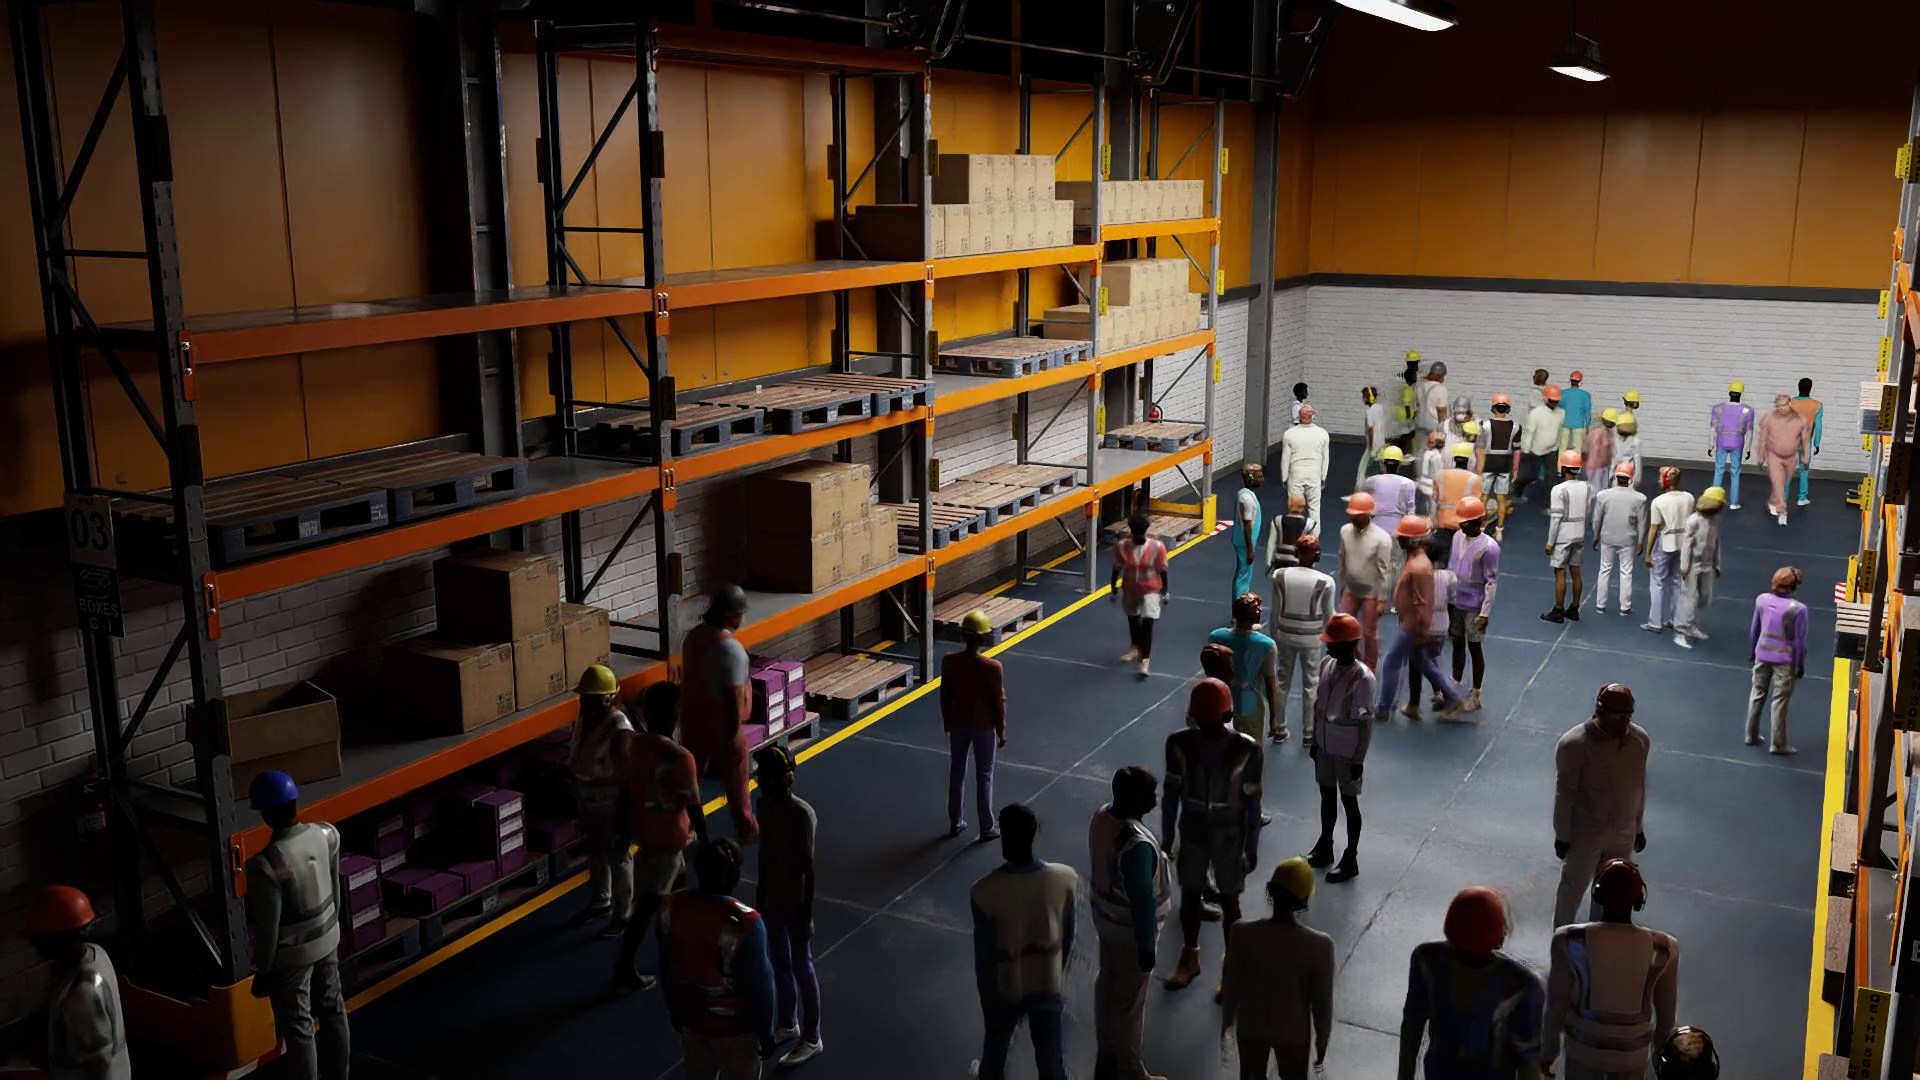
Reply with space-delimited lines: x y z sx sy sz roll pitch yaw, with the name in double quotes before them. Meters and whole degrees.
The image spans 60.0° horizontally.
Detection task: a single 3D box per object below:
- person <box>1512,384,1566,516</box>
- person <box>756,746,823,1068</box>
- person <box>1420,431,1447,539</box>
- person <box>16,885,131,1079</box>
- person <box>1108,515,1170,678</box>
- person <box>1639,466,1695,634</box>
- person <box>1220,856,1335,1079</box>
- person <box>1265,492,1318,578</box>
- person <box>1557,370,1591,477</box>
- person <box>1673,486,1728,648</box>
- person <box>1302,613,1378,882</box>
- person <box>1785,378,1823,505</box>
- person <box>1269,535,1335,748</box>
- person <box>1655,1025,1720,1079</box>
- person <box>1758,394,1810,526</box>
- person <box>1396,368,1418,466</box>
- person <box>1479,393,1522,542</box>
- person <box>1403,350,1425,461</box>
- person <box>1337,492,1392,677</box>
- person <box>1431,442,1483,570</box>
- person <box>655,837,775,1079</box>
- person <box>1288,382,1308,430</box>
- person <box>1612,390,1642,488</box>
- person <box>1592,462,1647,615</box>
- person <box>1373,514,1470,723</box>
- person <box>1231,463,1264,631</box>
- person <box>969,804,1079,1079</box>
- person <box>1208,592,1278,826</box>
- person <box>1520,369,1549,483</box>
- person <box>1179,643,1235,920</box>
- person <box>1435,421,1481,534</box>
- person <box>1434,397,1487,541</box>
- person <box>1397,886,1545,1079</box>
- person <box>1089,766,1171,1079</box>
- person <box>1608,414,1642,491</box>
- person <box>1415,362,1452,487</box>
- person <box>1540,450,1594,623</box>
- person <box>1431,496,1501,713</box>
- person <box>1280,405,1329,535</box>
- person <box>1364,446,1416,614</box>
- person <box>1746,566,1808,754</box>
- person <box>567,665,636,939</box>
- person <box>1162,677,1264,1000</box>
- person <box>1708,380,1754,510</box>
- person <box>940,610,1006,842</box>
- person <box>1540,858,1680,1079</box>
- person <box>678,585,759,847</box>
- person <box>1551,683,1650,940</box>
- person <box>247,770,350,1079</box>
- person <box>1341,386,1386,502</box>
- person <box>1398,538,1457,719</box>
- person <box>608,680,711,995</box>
"person" 8.497 -1.362 24.464 0.628 1.945 0.851 -3 13 -13
"person" -0.984 2.046 9.373 0.501 1.861 0.327 12 17 43
"person" 6.187 -0.629 21.854 0.410 1.624 0.535 0 13 0
"person" -3.896 2.443 7.404 0.373 1.934 0.551 -7 14 -27
"person" 1.779 0.538 16.635 0.595 1.610 0.924 5 13 19
"person" 7.703 0.115 18.069 0.573 1.835 0.383 -5 14 -21
"person" 1.520 2.391 8.080 0.555 1.743 0.551 4 13 16
"person" 3.560 0.283 17.811 0.520 1.619 0.602 5 14 21
"person" 10.061 -1.912 27.323 0.576 1.747 0.337 7 14 27
"person" 7.842 0.270 17.645 0.576 1.722 0.371 -6 14 -26
"person" 2.685 1.458 11.813 0.356 1.938 0.545 -7 14 -29
"person" 12.615 -1.482 25.017 0.598 1.917 0.378 9 15 35
"person" 2.981 0.884 14.537 0.582 1.877 0.364 7 14 29
"person" 2.723 2.713 6.402 0.515 1.844 0.333 -1 13 -4
"person" 11.833 -1.195 23.931 0.674 1.848 0.995 2 13 9
"person" 7.598 -2.091 28.255 0.373 1.681 0.561 3 13 13
"person" 7.251 -0.976 22.522 0.615 2.028 0.409 0 13 2
"person" 7.820 -2.318 28.750 0.384 1.922 0.593 2 13 8
"person" 3.871 0.494 16.044 0.456 1.973 0.638 -11 17 -41
"person" 5.758 -0.194 19.350 0.591 1.872 0.848 6 14 26
"person" -1.159 2.329 8.133 0.637 1.840 0.429 7 14 27
"person" 5.325 -1.643 26.242 0.317 1.695 0.540 2 13 11
"person" 9.956 -1.360 24.819 0.312 1.768 0.530 1 13 3
"person" 7.472 -0.022 18.857 0.576 1.747 0.337 7 14 27
"person" 4.161 0.722 15.070 0.951 1.957 0.625 3 13 12
"person" 3.153 0.069 18.249 0.344 1.843 0.507 1 13 3
"person" 0.323 2.243 8.485 0.594 1.855 1.071 -3 13 -14
"person" 2.148 1.305 12.704 0.570 1.844 0.379 8 15 32
"person" 9.307 -1.839 26.780 0.515 1.845 0.333 -6 14 -24
"person" 1.682 1.610 11.254 0.337 1.882 0.584 6 14 25
"person" 6.584 -0.737 22.084 0.562 1.732 0.534 9 15 34
"person" 6.725 -0.971 22.456 0.700 2.000 1.032 6 14 25
"person" 2.237 2.420 7.329 0.674 2.017 0.609 12 17 43
"person" 0.933 2.112 9.104 0.429 1.844 0.626 -4 13 -17
"person" 9.045 -0.844 22.646 0.398 1.708 0.601 -3 13 -15
"person" 7.586 -1.842 26.355 0.793 2.000 0.688 -6 14 -26
"person" 6.739 -0.037 18.506 0.543 1.939 0.371 -5 14 -23
"person" 4.710 0.591 15.481 0.390 2.034 0.605 -5 14 -22
"person" 4.593 -0.854 22.234 0.637 1.911 0.403 0 13 1
"person" 4.870 -0.113 18.891 0.585 1.919 0.374 6 14 26
"person" 7.076 1.032 14.400 0.310 1.636 0.523 -6 14 -25
"person" -2.363 1.703 10.948 0.403 1.837 0.590 -12 17 -43
"person" 1.509 1.802 10.074 0.611 2.034 0.436 5 14 22
"person" 11.413 -1.403 24.650 0.595 1.923 0.374 7 14 27
"person" 0.110 1.391 12.506 0.535 1.766 0.318 7 14 27
"person" 3.013 2.391 7.762 0.577 1.882 0.349 2 13 11
"person" -1.804 1.288 12.343 0.688 2.000 0.713 12 17 43
"person" 3.997 1.804 10.341 0.651 1.904 0.402 -4 13 -15
"person" -3.496 2.140 8.761 0.402 1.938 0.604 4 13 19
"person" 6.228 -1.400 24.921 0.544 1.816 0.957 -11 17 -41
"person" 4.273 0.812 15.260 0.557 1.679 0.375 -3 13 -14
"person" -1.819 1.812 10.332 1.062 1.893 0.622 -11 17 -41
